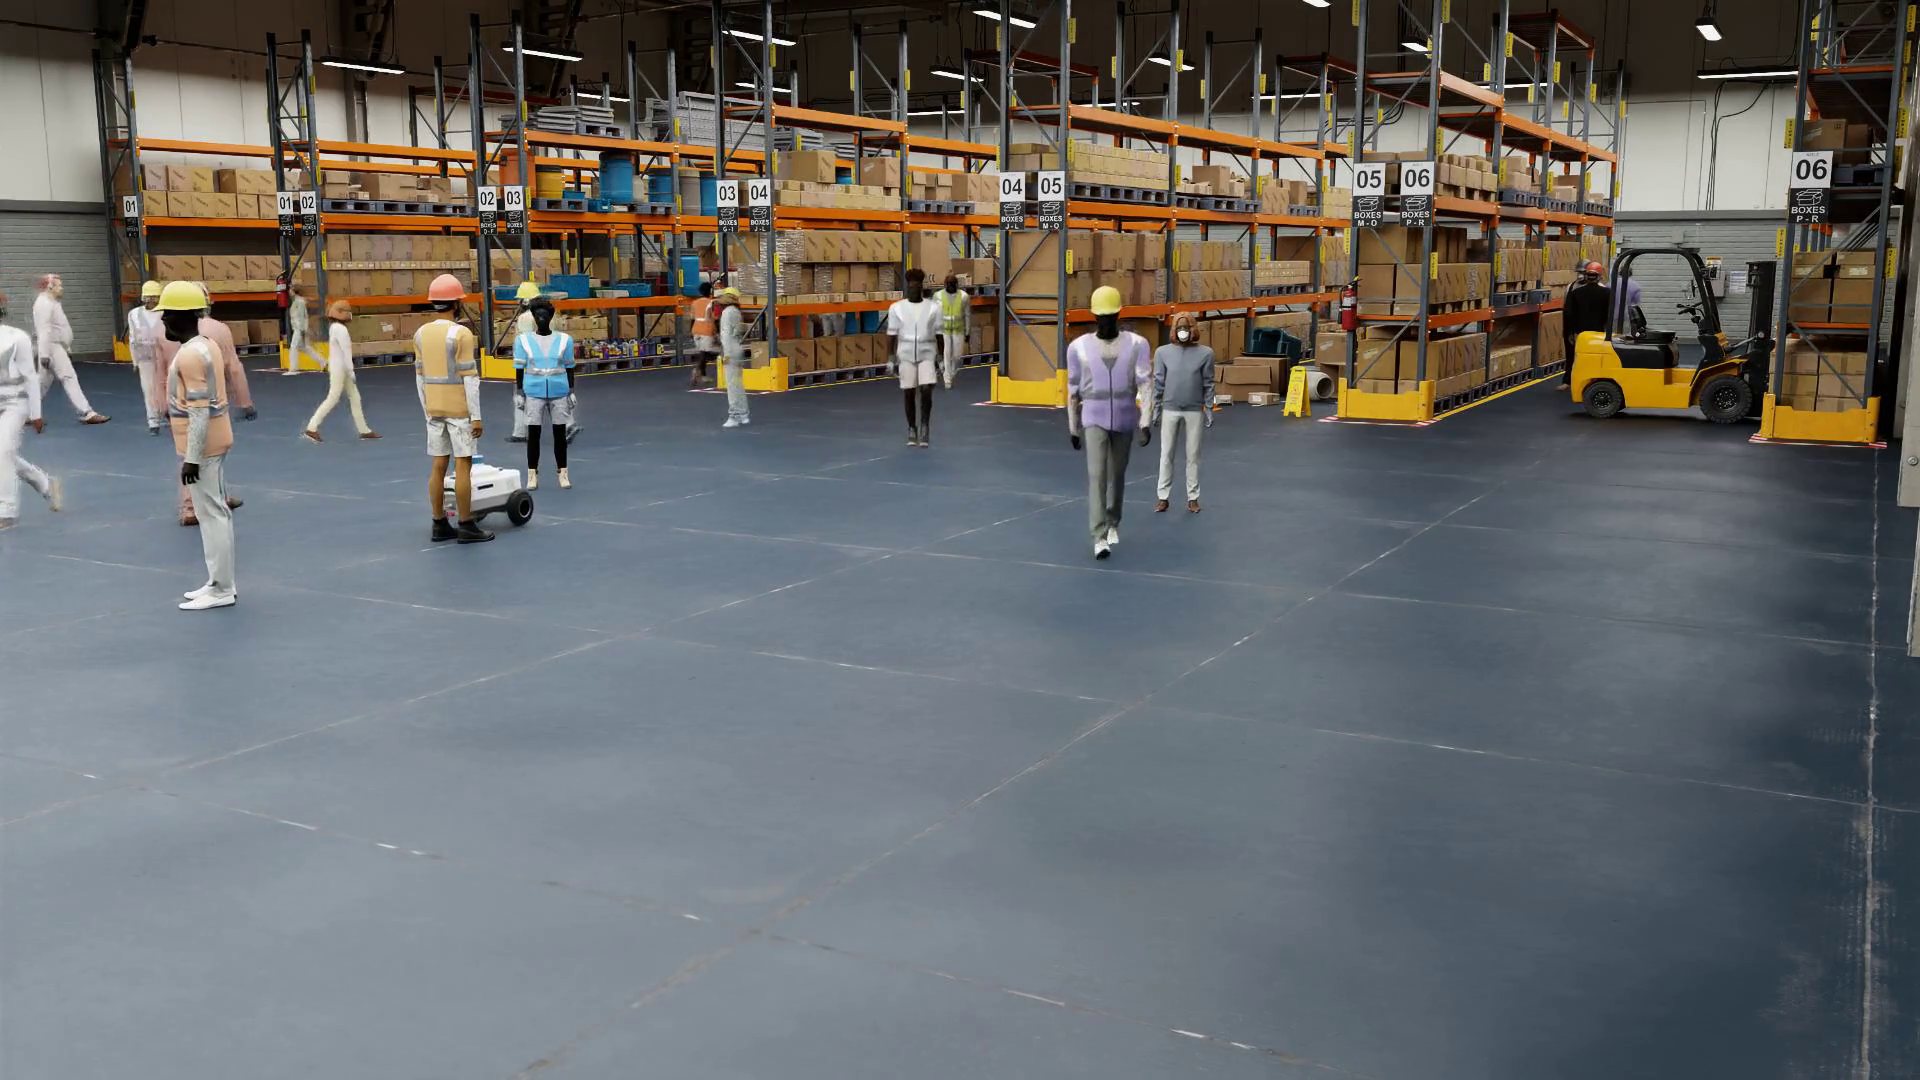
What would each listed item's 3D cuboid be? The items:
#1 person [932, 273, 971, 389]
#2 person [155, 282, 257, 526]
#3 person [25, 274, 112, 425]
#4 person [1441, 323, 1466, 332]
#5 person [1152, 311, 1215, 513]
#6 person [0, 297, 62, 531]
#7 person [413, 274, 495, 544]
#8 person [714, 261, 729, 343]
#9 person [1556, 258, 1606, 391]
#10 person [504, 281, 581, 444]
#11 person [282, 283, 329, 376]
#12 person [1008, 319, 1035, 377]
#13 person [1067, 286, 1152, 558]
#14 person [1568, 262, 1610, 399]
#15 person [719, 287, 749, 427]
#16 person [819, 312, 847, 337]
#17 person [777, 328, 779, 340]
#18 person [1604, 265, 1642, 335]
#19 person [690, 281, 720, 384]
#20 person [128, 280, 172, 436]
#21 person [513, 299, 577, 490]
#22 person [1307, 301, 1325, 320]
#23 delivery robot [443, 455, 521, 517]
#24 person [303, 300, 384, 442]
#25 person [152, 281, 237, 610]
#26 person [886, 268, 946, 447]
[{"bbox_3d":[-0.148,-3.295,26.227,0.632,1.812,0.643,-1,10,-6],"label":"person"},{"bbox_3d":[-5.870,-1.079,13.072,0.656,1.866,0.932,4,10,20],"label":"person"},{"bbox_3d":[-11.068,-2.317,20.367,1.017,1.853,0.667,-5,11,-25],"label":"person"},{"bbox_3d":[9.005,-4.127,30.616,0.613,1.965,1.120,6,11,32],"label":"person"},{"bbox_3d":[1.807,-1.031,13.463,0.502,1.632,0.277,2,10,9],"label":"person"},{"bbox_3d":[-7.281,-1.016,12.789,0.586,1.849,0.831,2,10,13],"label":"person"},{"bbox_3d":[-3.667,-0.939,12.025,0.549,1.942,0.347,5,11,27],"label":"person"},{"bbox_3d":[-5.683,-5.638,39.329,0.615,2.024,0.743,4,10,20],"label":"person"},{"bbox_3d":[9.503,-3.280,25.442,0.536,2.000,0.683,-9,13,-41],"label":"person"},{"bbox_3d":[-4.618,-1.931,18.251,0.838,1.804,0.596,3,10,17],"label":"person"},{"bbox_3d":[-11.462,-3.676,29.022,0.739,1.609,0.522,-5,11,-25],"label":"person"},{"bbox_3d":[0.996,-3.650,28.180,0.572,1.843,0.373,0,10,2],"label":"person"},{"bbox_3d":[1.037,-0.832,11.642,0.580,1.867,1.042,0,10,-2],"label":"person"},{"bbox_3d":[9.124,-3.016,24.070,0.618,1.985,0.412,7,12,36],"label":"person"},{"bbox_3d":[-2.821,-2.243,20.390,0.338,1.697,0.622,2,10,12],"label":"person"},{"bbox_3d":[-2.381,-4.237,31.410,0.661,1.913,0.720,4,11,23],"label":"person"},{"bbox_3d":[-4.343,-5.915,41.525,0.545,1.815,0.992,5,11,29],"label":"person"},{"bbox_3d":[12.560,-4.258,31.521,0.653,1.918,0.458,5,11,25],"label":"person"},{"bbox_3d":[-4.173,-3.330,26.797,0.541,1.669,0.598,6,12,33],"label":"person"},{"bbox_3d":[-9.378,-2.138,19.476,0.604,1.807,0.812,-3,10,-16],"label":"person"},{"bbox_3d":[-3.678,-1.287,14.780,0.542,1.695,0.316,-3,10,-17],"label":"person"},{"bbox_3d":[8.224,-5.342,38.110,0.983,1.847,0.728,1,10,5],"label":"person"},{"bbox_3d":[-3.669,-0.400,12.650,0.477,0.478,0.707,4,10,22],"label":"delivery robot"},{"bbox_3d":[-6.968,-1.888,18.607,0.840,1.591,0.511,-5,11,-27],"label":"person"},{"bbox_3d":[-4.491,-0.551,9.796,0.375,1.929,0.585,-3,10,-16],"label":"person"},{"bbox_3d":[-0.479,-1.962,18.025,0.639,1.934,0.803,0,10,1],"label":"person"}]
